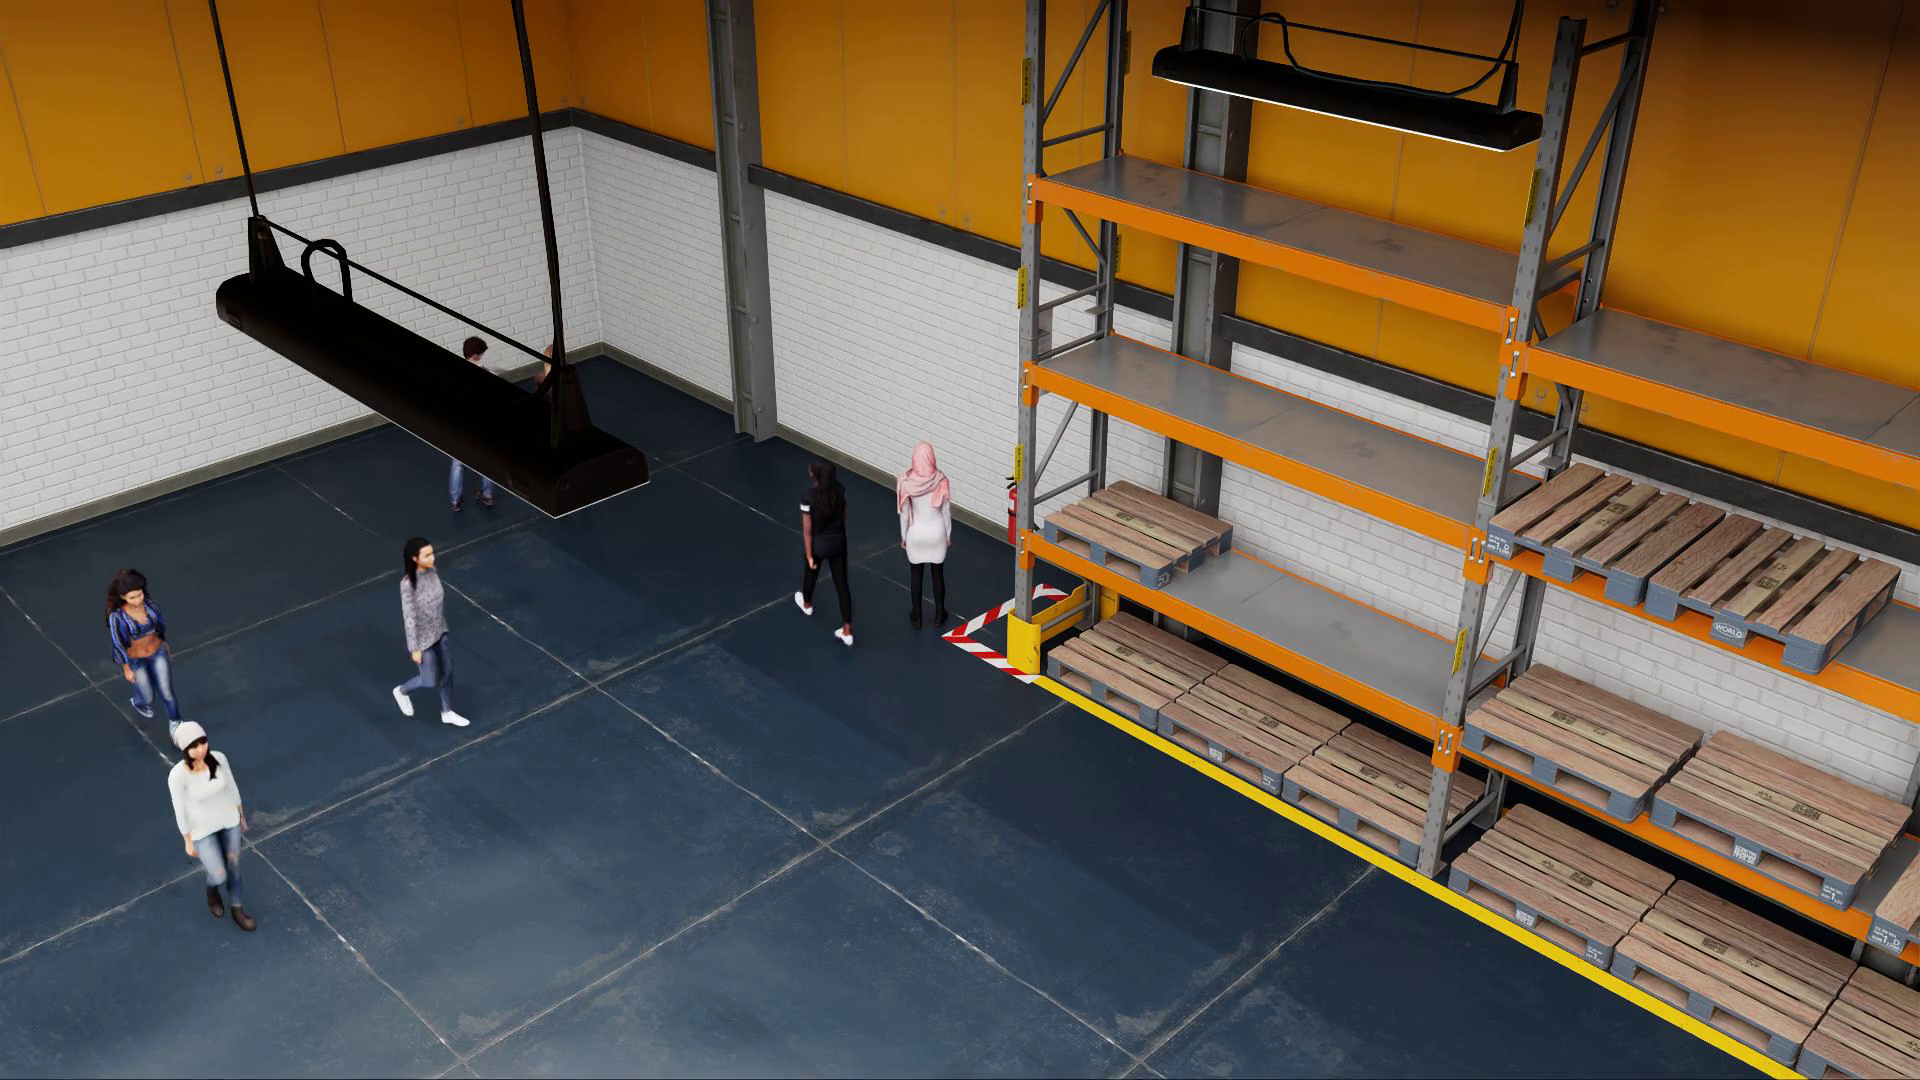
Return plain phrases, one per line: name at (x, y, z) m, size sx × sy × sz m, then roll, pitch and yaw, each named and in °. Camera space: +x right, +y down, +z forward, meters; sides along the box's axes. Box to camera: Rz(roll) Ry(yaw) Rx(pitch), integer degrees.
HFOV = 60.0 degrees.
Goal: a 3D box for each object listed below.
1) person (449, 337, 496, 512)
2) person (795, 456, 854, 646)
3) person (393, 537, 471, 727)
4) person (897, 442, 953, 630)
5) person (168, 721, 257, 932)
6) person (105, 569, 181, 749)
person at (-4.837, -1.117, 16.568) m, size 0.839 × 1.795 × 0.837 m, roll -11°, pitch 31°, yaw -20°
person at (-1.105, 0.115, 14.427) m, size 0.850 × 1.683 × 1.218 m, roll -14°, pitch 32°, yaw -25°
person at (-4.299, 0.747, 13.234) m, size 0.935 × 1.716 × 0.800 m, roll 11°, pitch 30°, yaw 19°
person at (-0.296, -0.040, 14.585) m, size 0.739 × 1.804 × 0.795 m, roll -1°, pitch 29°, yaw -2°
person at (-5.067, 1.903, 11.193) m, size 0.695 × 1.640 × 0.629 m, roll 20°, pitch 35°, yaw 32°
person at (-6.414, 0.921, 13.034) m, size 0.841 × 1.602 × 0.630 m, roll 20°, pitch 35°, yaw 32°
